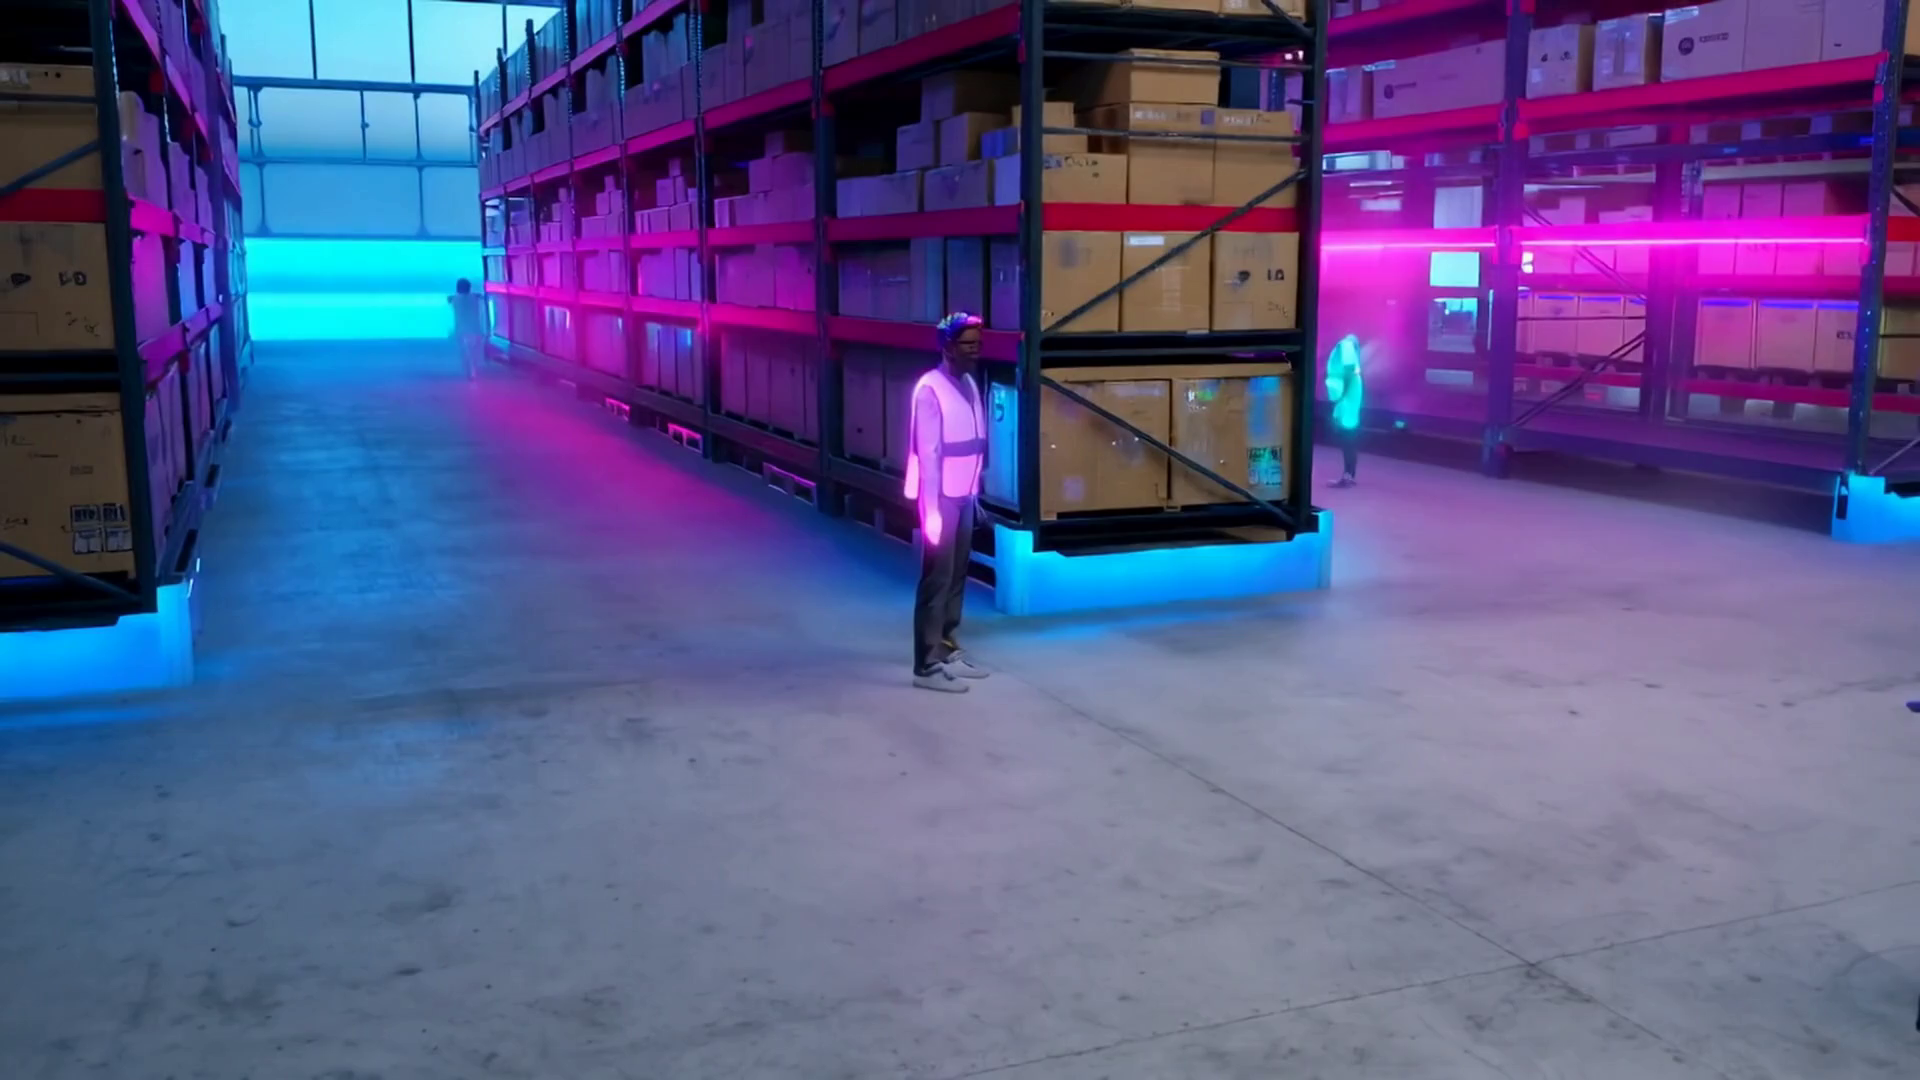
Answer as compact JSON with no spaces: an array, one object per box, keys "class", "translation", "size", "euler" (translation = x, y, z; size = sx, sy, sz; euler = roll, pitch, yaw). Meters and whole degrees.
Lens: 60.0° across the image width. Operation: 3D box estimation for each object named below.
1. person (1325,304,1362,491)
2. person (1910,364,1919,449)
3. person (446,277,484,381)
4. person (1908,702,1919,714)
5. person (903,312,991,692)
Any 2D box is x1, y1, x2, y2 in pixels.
[{"class":"person","translation":[3.492,-1.292,15.140],"size":[0.318,1.695,0.539],"euler":[2,10,10]},{"class":"person","translation":[9.521,-1.462,16.105],"size":[0.538,1.716,0.918],"euler":[-5,11,-28]},{"class":"person","translation":[-8.688,-3.702,29.207],"size":[0.620,1.829,0.435],"euler":[-4,10,-23]},{"class":"person","translation":[4.638,-0.125,7.562],"size":[0.642,1.900,0.400],"euler":[-9,13,-43]},{"class":"person","translation":[-0.072,-0.188,8.117],"size":[0.381,1.836,0.564],"euler":[4,10,21]}]
